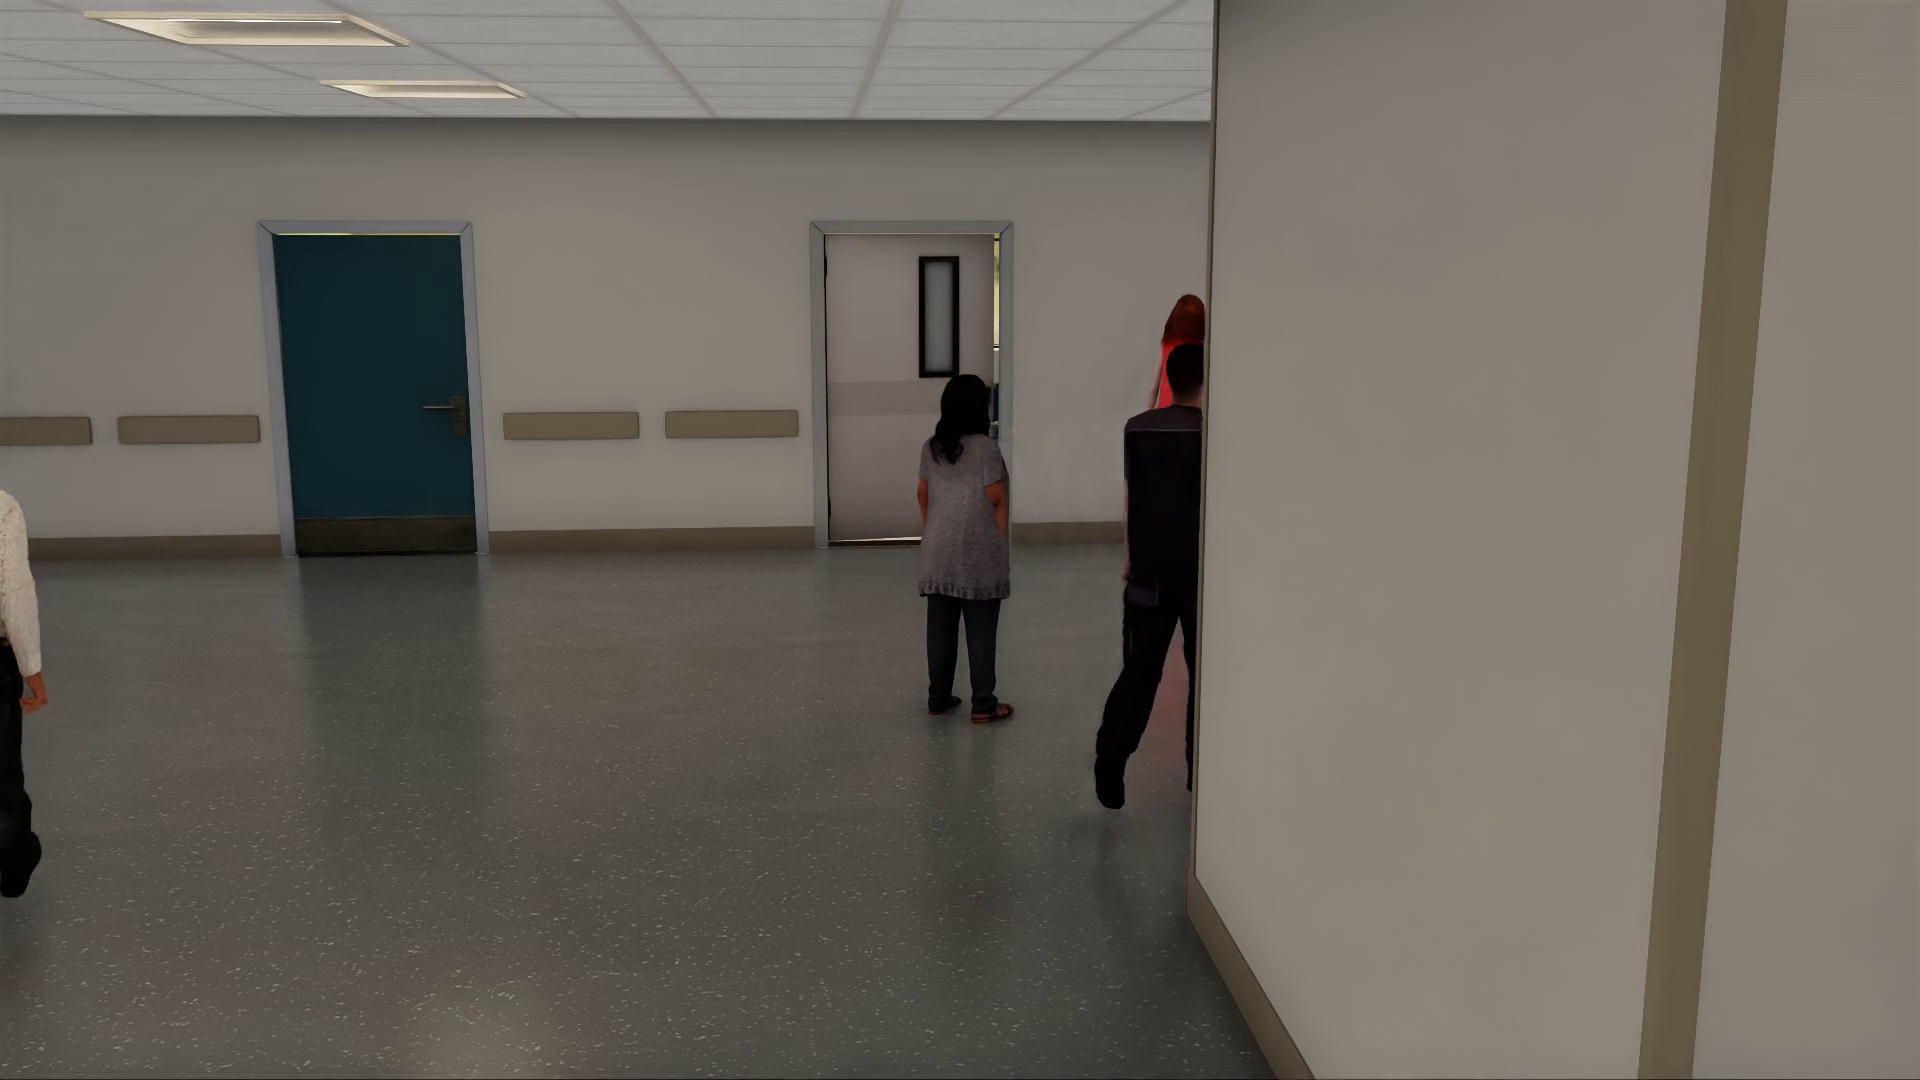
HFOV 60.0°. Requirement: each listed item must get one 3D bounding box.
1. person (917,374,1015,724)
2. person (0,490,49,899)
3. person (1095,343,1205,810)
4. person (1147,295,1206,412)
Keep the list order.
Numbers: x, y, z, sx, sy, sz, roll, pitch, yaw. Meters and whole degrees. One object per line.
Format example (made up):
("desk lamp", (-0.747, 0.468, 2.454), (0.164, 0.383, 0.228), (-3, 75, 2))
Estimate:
("person", (0.015, 0.031, 7.748), (0.772, 1.610, 0.837), (8, 13, 35))
("person", (-3.069, 0.469, 5.025), (1.172, 1.765, 0.973), (-4, 11, -21))
("person", (0.812, 0.162, 6.471), (1.161, 1.828, 1.144), (6, 12, 30))
("person", (1.445, -0.733, 11.322), (1.151, 1.778, 1.235), (9, 14, 41))
